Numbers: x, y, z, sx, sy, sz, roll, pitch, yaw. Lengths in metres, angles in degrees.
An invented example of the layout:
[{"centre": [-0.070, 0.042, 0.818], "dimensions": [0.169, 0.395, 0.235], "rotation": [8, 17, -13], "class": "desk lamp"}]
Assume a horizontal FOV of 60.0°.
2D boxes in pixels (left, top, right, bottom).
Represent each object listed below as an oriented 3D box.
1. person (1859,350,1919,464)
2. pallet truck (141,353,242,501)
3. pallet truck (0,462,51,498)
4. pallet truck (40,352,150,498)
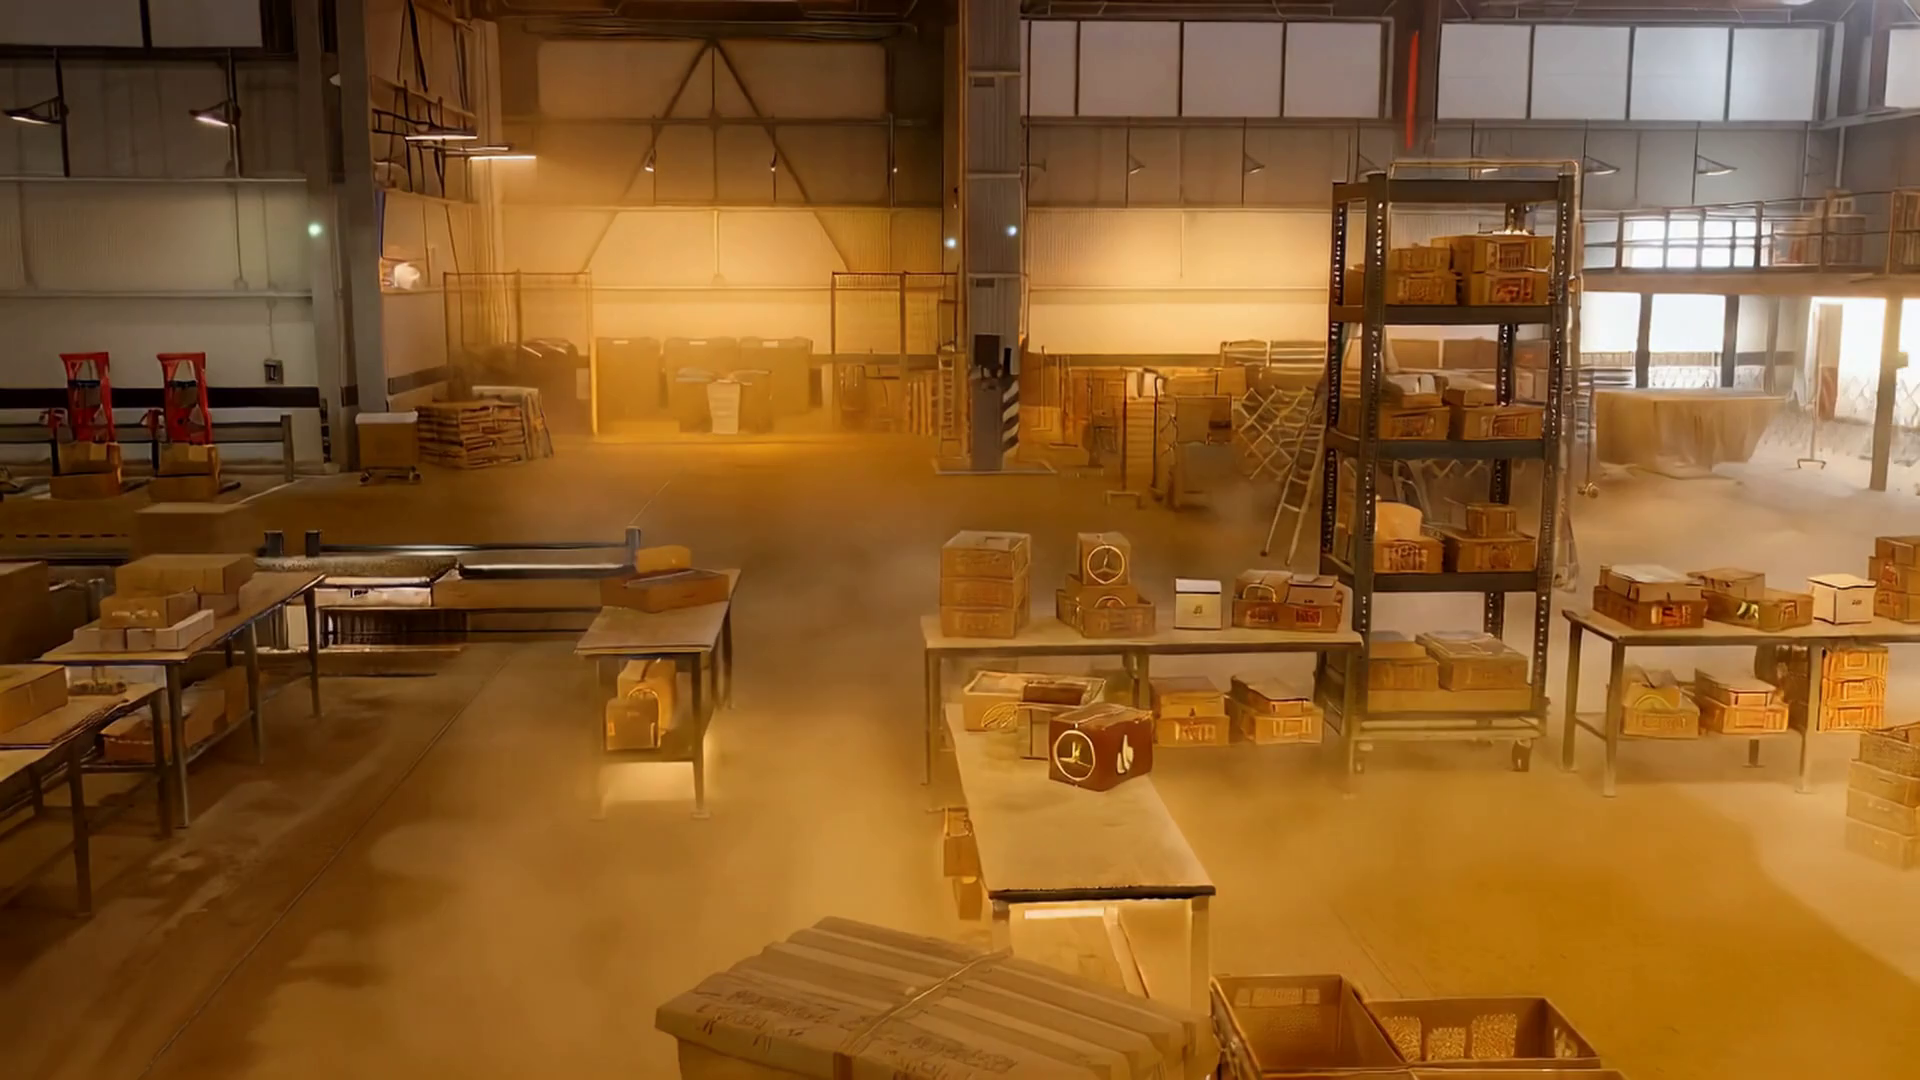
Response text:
[{"centre": [15.030, -2.142, 26.822], "dimensions": [0.569, 1.825, 0.942], "rotation": [-7, 11, -36], "class": "person"}, {"centre": [-10.520, -1.604, 22.925], "dimensions": [0.823, 1.965, 1.885], "rotation": [-1, 9, -6], "class": "pallet truck"}, {"centre": [-13.193, -1.293, 23.148], "dimensions": [0.653, 1.274, 1.630], "rotation": [-1, 9, -4], "class": "pallet truck"}, {"centre": [-11.907, -1.642, 23.165], "dimensions": [0.823, 1.965, 1.885], "rotation": [0, 9, 0], "class": "pallet truck"}]
